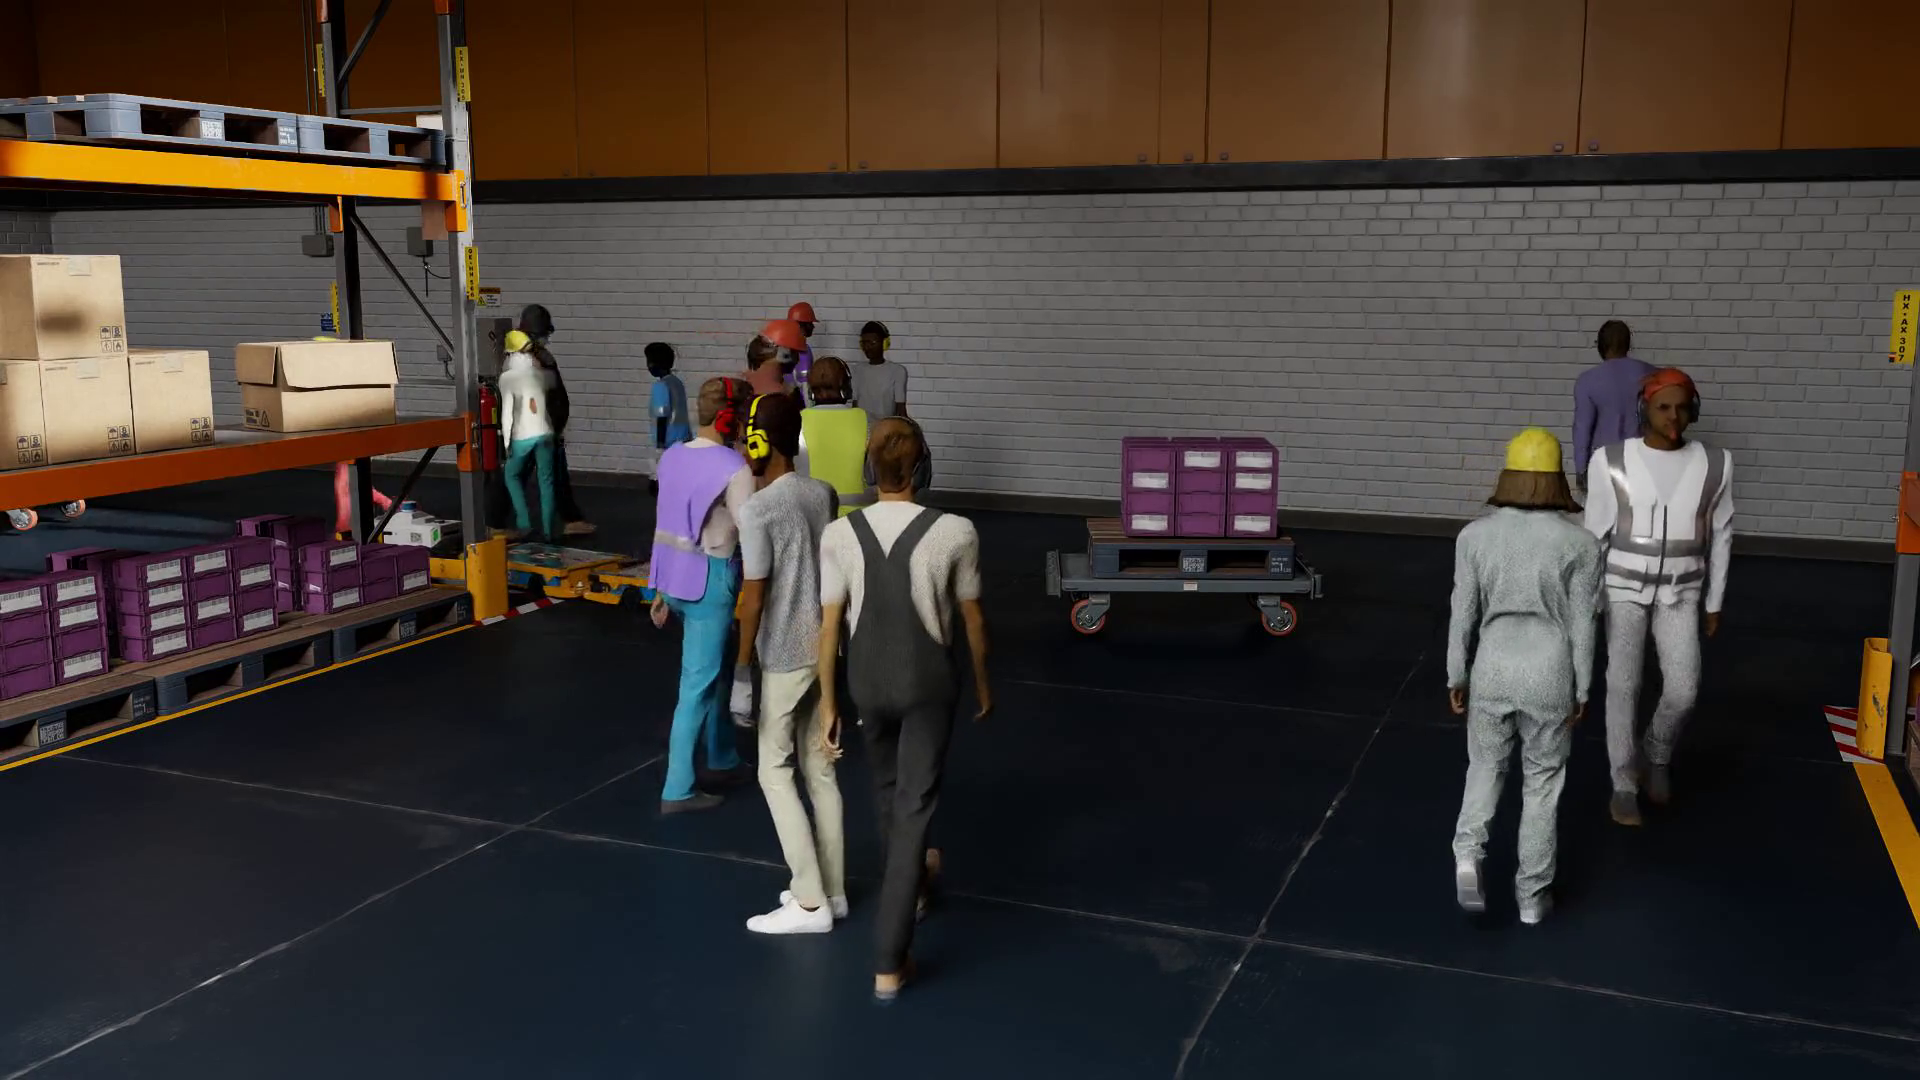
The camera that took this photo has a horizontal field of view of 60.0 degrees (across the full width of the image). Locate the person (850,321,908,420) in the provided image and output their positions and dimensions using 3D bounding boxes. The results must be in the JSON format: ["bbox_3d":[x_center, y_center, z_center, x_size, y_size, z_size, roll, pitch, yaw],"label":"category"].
[{"bbox_3d":[-0.630,-0.709,12.492,0.510,1.860,0.316,5,11,27],"label":"person"}]

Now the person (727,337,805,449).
[{"bbox_3d":[-1.183,-0.399,10.728,0.665,1.813,0.618,8,12,39],"label":"person"}]

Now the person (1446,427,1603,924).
[{"bbox_3d":[1.901,0.484,5.681,0.480,1.730,0.532,6,11,31],"label":"person"}]

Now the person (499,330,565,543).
[{"bbox_3d":[-3.488,-0.835,13.591,0.610,1.753,0.376,-7,12,-36],"label":"person"}]

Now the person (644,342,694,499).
[{"bbox_3d":[-2.258,-0.726,13.125,0.439,1.674,0.554,2,9,9],"label":"person"}]

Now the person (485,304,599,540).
[{"bbox_3d":[-3.548,-1.006,13.735,0.860,2.000,0.698,1,9,5],"label":"person"}]

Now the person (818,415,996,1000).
[{"bbox_3d":[-0.155,0.491,5.424,0.512,1.794,0.930,2,10,15],"label":"person"}]

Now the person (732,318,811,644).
[{"bbox_3d":[-1.168,-0.326,9.865,0.594,1.960,0.651,-5,10,-26],"label":"person"}]

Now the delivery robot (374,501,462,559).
[{"bbox_3d":[-3.997,-0.041,12.099,0.707,0.478,0.477,3,10,20],"label":"delivery robot"}]

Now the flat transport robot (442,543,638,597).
[{"bbox_3d":[-2.984,0.197,11.799,1.431,0.197,0.652,6,11,34],"label":"flat transport robot"}]

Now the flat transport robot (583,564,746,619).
[{"bbox_3d":[-1.737,0.317,11.068,1.431,0.197,0.652,5,11,27],"label":"flat transport robot"}]

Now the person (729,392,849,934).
[{"bbox_3d":[-0.581,0.421,5.687,0.406,1.851,0.535,6,11,31],"label":"person"}]

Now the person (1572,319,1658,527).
[{"bbox_3d":[4.461,-0.542,11.317,0.642,1.914,0.875,0,9,-2],"label":"person"}]

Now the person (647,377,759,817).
[{"bbox_3d":[-0.975,0.230,6.937,0.755,1.810,0.580,-8,12,-39],"label":"person"}]

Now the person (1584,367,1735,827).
[{"bbox_3d":[2.807,0.233,6.740,0.586,1.871,0.431,2,10,12],"label":"person"}]

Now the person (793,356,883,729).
[{"bbox_3d":[-0.622,0.026,8.103,0.632,1.837,0.429,-2,10,-13],"label":"person"}]

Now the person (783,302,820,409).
[{"bbox_3d":[-1.447,-1.200,15.222,0.356,1.937,0.552,-6,11,-30],"label":"person"}]

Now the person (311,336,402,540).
[{"bbox_3d":[-4.823,-0.775,13.268,0.767,1.729,0.542,-9,13,-43],"label":"person"}]
